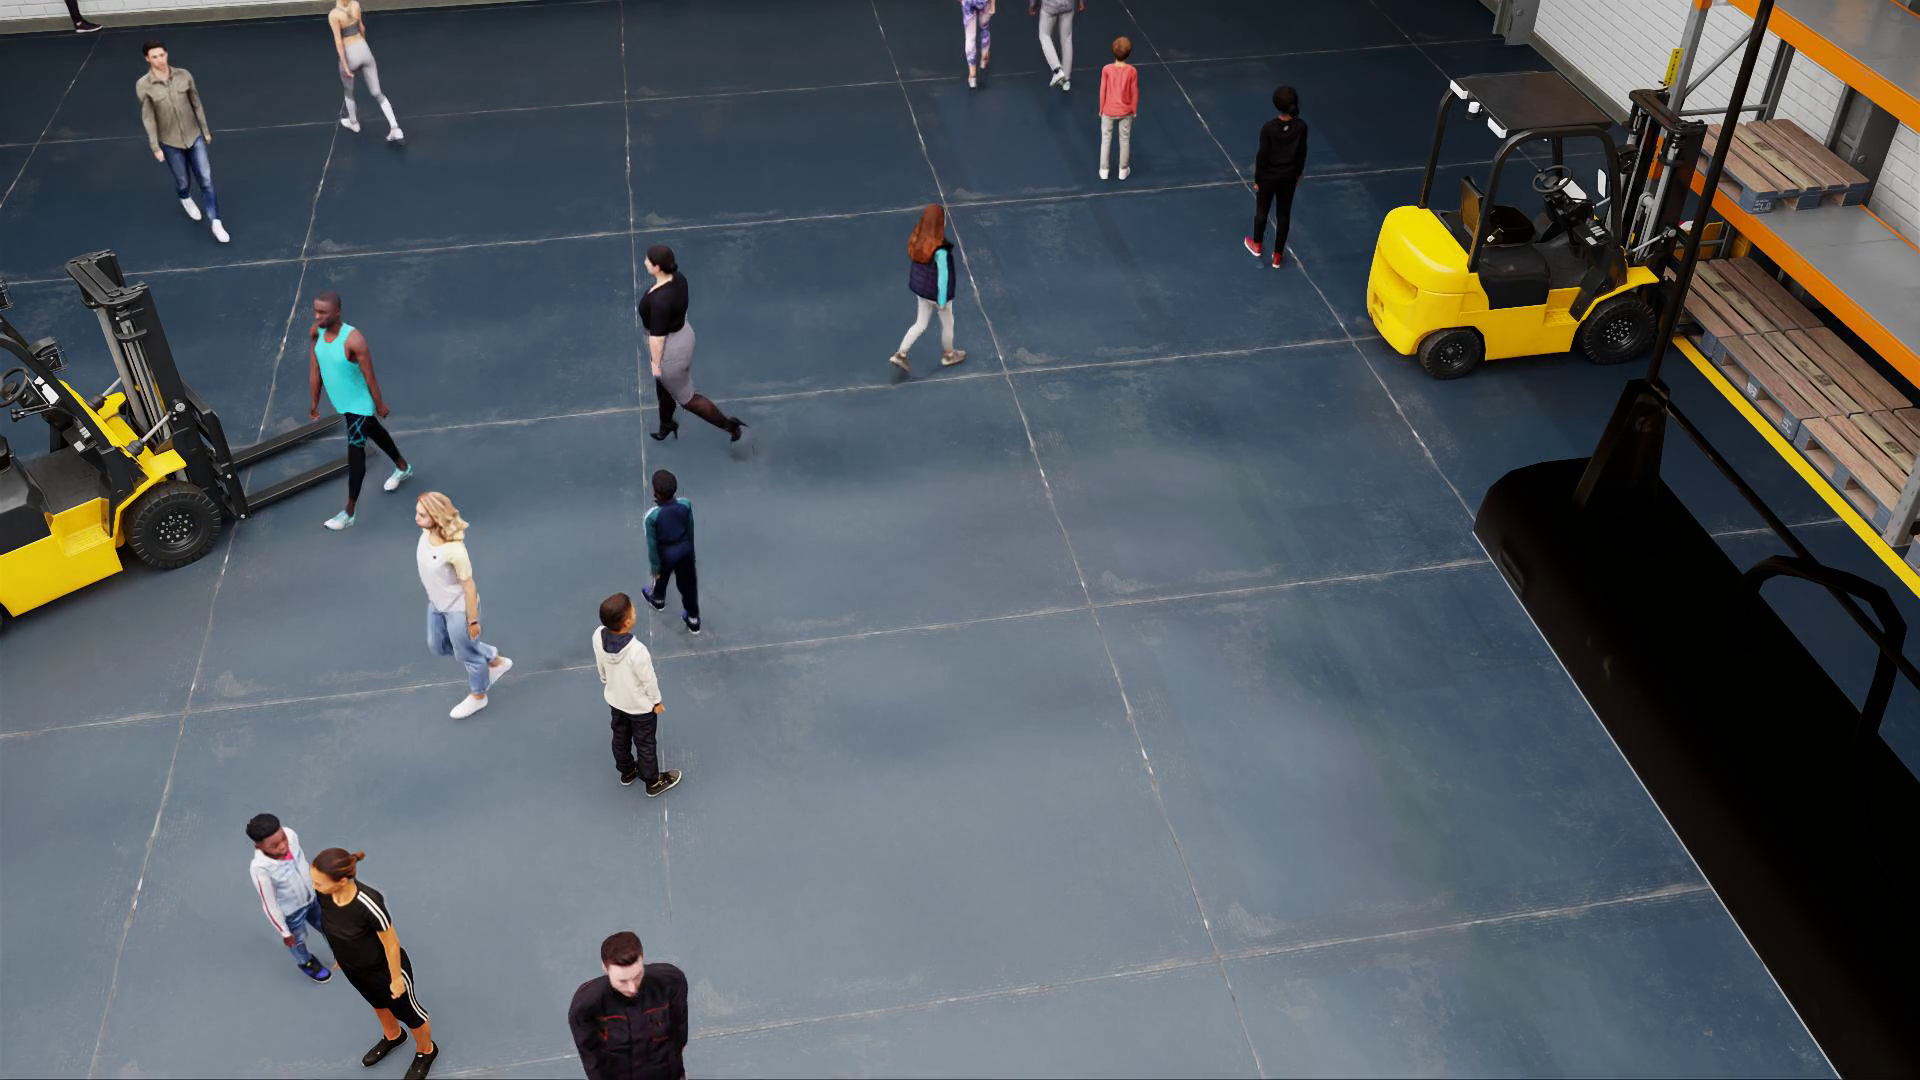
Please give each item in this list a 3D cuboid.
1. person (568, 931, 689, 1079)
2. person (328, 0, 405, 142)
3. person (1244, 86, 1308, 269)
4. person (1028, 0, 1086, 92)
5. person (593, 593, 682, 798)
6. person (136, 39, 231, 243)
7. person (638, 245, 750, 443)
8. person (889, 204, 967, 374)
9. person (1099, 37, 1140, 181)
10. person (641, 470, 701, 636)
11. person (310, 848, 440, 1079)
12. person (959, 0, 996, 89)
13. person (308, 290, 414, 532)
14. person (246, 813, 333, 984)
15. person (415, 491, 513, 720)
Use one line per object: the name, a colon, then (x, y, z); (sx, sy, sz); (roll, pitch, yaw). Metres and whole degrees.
person: (-1.490, 2.364, 7.566); (0.756, 1.875, 1.245); (-10, 40, -12)
person: (-5.985, -4.783, 16.684); (1.170, 1.664, 1.032); (28, 47, 31)
person: (2.818, -3.185, 14.680); (0.670, 1.667, 0.740); (-1, 39, -2)
person: (1.047, -5.639, 17.632); (0.804, 1.820, 0.715); (-6, 39, -7)
person: (-1.933, 0.913, 9.722); (0.658, 1.451, 0.710); (22, 43, 25)
person: (-7.123, -3.671, 15.145); (1.043, 1.847, 1.242); (-26, 45, -28)
person: (-2.042, -1.377, 12.365); (0.938, 1.731, 1.084); (5, 39, 6)
person: (-0.279, -1.986, 13.334); (0.877, 1.474, 0.960); (-24, 45, -27)
person: (1.527, -4.185, 16.134); (0.572, 1.416, 0.551); (5, 39, 6)
person: (-1.856, 0.111, 10.899); (0.726, 1.235, 0.868); (-25, 45, -28)
person: (-2.867, 2.050, 8.125); (0.651, 1.668, 0.686); (18, 42, 21)
person: (0.166, -5.723, 17.806); (0.698, 1.733, 1.091); (0, 39, 0)
person: (-4.259, -1.025, 11.893); (1.097, 1.770, 1.206); (21, 43, 24)
person: (-3.530, 1.856, 8.704); (0.748, 1.249, 0.711); (16, 41, 19)
person: (-3.012, 0.364, 10.197); (0.862, 1.717, 0.802); (-29, 47, -31)
